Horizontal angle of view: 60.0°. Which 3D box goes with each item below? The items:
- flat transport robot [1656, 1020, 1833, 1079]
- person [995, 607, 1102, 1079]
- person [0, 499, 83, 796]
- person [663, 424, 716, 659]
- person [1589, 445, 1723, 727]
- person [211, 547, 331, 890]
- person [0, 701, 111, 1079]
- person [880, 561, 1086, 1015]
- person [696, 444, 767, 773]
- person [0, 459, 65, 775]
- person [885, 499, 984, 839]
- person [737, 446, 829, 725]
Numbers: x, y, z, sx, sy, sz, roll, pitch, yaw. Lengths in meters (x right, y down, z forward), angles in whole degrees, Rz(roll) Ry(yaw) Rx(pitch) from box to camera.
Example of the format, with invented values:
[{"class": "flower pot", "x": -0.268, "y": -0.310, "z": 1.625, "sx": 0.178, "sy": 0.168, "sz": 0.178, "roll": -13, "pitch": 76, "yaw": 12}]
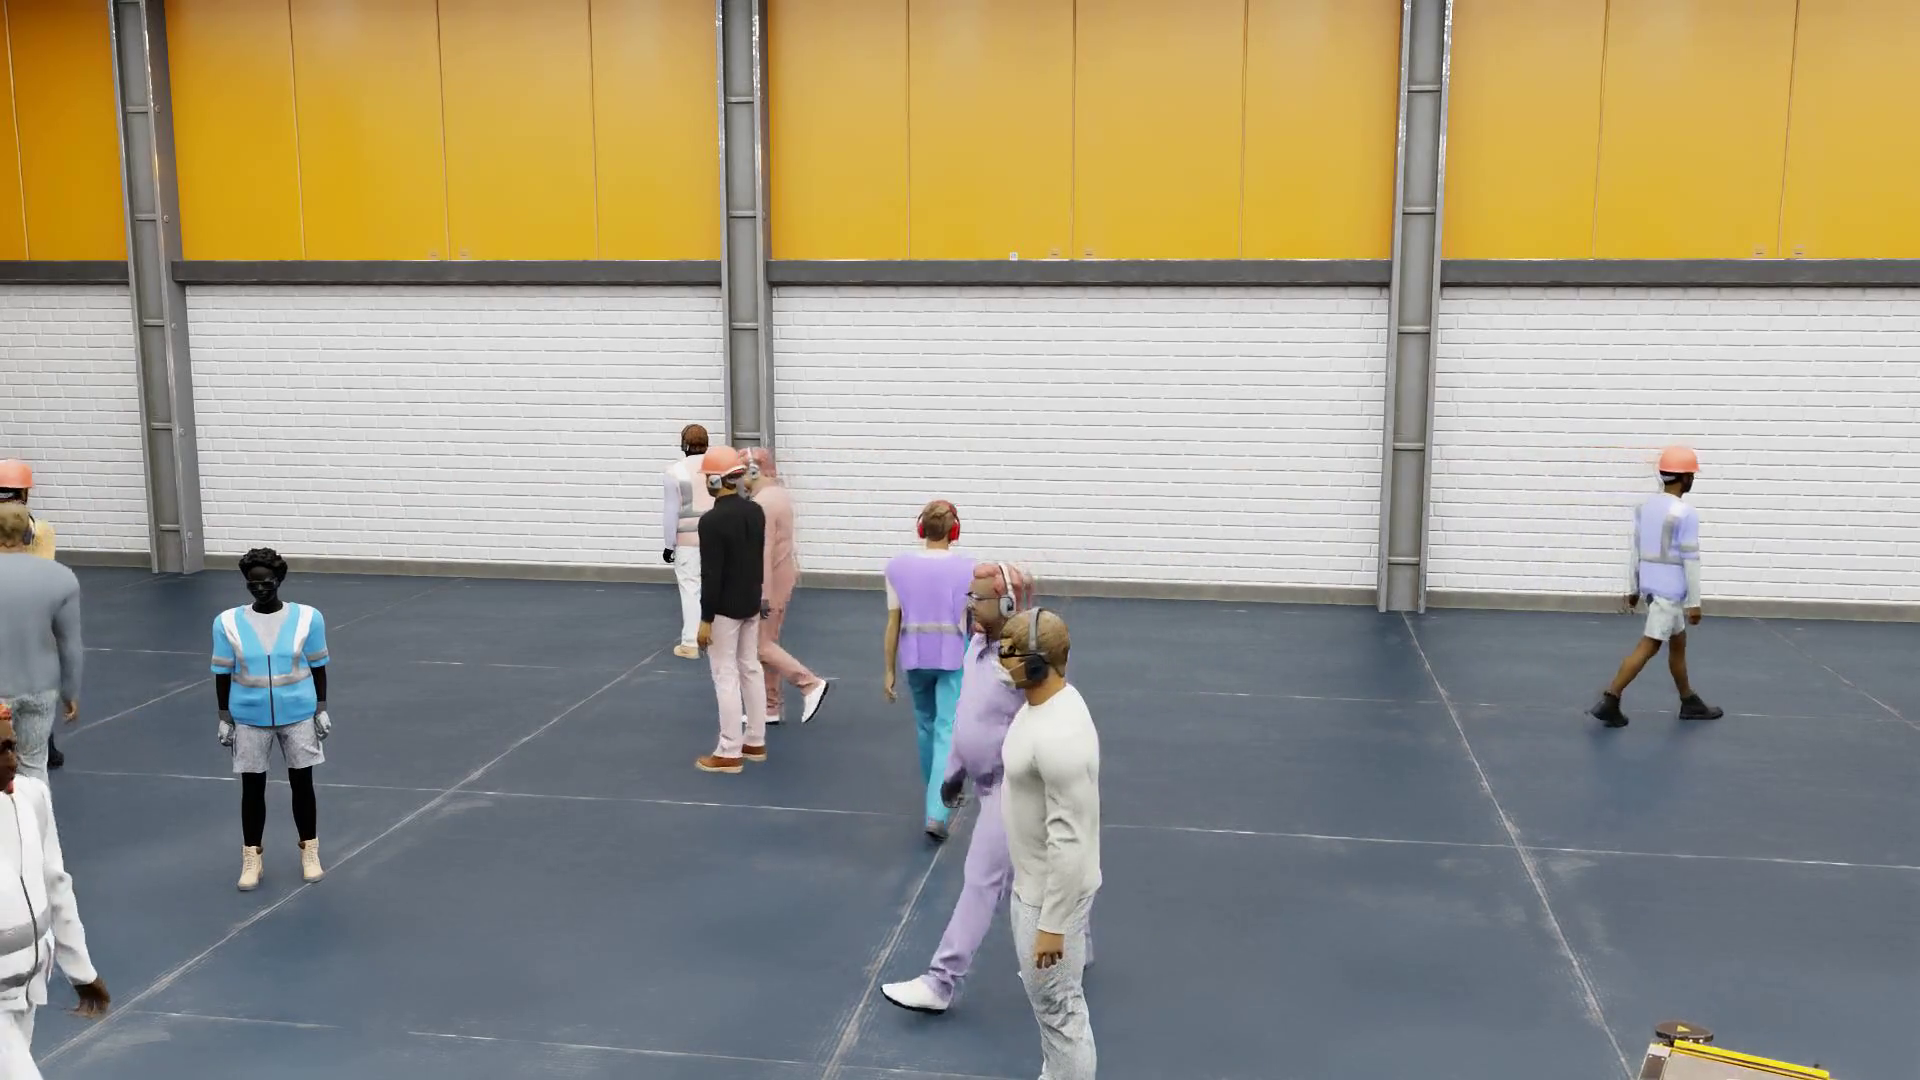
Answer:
[{"class": "flat transport robot", "x": 2.571, "y": 2.012, "z": 5.522, "sx": 0.652, "sy": 0.197, "sz": 1.431, "roll": 5, "pitch": 11, "yaw": 29}, {"class": "person", "x": 0.294, "y": 1.174, "z": 5.572, "sx": 0.352, "sy": 1.936, "sz": 0.635, "roll": 0, "pitch": 9, "yaw": -2}, {"class": "person", "x": -4.634, "y": 0.762, "z": 8.181, "sx": 0.649, "sy": 1.915, "sz": 0.601, "roll": -8, "pitch": 12, "yaw": -42}, {"class": "person", "x": -2.061, "y": 0.006, "z": 13.074, "sx": 0.626, "sy": 1.843, "sz": 0.430, "roll": -7, "pitch": 11, "yaw": -36}, {"class": "person", "x": 4.663, "y": 0.309, "z": 11.046, "sx": 0.999, "sy": 1.895, "sz": 0.555, "roll": -2, "pitch": 9, "yaw": -10}, {"class": "person", "x": -3.376, "y": 0.870, "z": 8.185, "sx": 0.541, "sy": 1.695, "sz": 0.316, "roll": -3, "pitch": 10, "yaw": -20}, {"class": "person", "x": -2.911, "y": 1.339, "z": 4.853, "sx": 0.933, "sy": 1.850, "sz": 0.577, "roll": 0, "pitch": 9, "yaw": 3}, {"class": "person", "x": 0.132, "y": 1.005, "z": 6.880, "sx": 1.011, "sy": 1.850, "sz": 0.673, "roll": -3, "pitch": 10, "yaw": -20}, {"class": "person", "x": -1.405, "y": 0.411, "z": 10.107, "sx": 0.399, "sy": 1.991, "sz": 0.623, "roll": 5, "pitch": 10, "yaw": 26}, {"class": "person", "x": -5.655, "y": 0.474, "z": 9.972, "sx": 0.577, "sy": 1.913, "sz": 0.550, "roll": -1, "pitch": 9, "yaw": -8}, {"class": "person", "x": -0.117, "y": 0.681, "z": 9.048, "sx": 0.586, "sy": 1.804, "sz": 0.964, "roll": 2, "pitch": 9, "yaw": 10}, {"class": "person", "x": -1.208, "y": 0.320, "z": 11.023, "sx": 0.573, "sy": 1.877, "sz": 0.694, "roll": 0, "pitch": 9, "yaw": 3}]
